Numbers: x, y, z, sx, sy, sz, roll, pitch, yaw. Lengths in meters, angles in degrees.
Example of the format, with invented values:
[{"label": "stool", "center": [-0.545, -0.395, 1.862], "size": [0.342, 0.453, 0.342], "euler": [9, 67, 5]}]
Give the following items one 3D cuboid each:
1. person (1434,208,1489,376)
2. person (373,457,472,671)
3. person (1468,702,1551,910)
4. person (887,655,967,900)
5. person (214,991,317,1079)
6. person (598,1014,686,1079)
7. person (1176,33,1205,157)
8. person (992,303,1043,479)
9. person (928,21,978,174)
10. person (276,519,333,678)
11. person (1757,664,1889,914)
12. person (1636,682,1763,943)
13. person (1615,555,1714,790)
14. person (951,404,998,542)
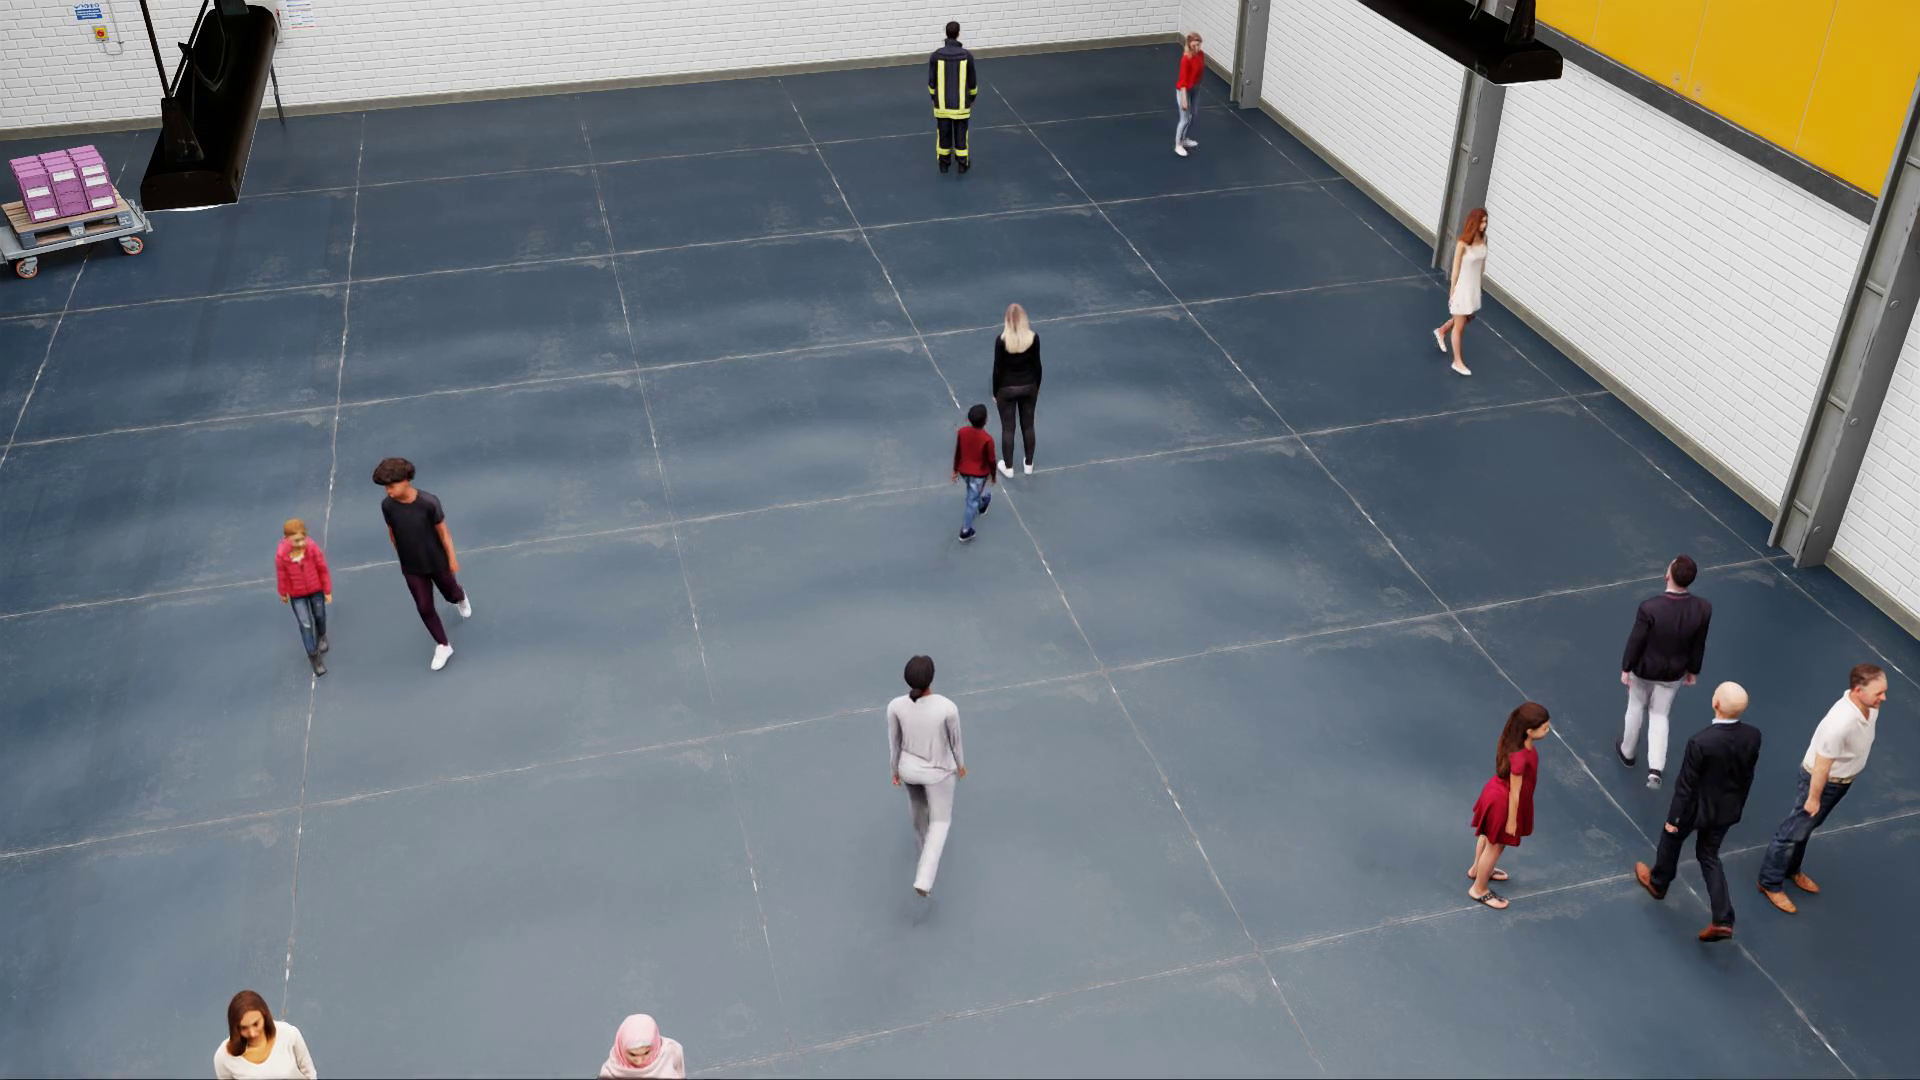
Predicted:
[{"label": "person", "center": [5.081, -2.573, 16.848], "size": [0.676, 1.697, 0.986], "euler": [-15, 37, -22]}, {"label": "person", "center": [-4.089, 0.100, 12.779], "size": [0.778, 1.749, 1.060], "euler": [-4, 34, -6]}, {"label": "person", "center": [3.488, 1.655, 10.616], "size": [0.722, 1.553, 0.661], "euler": [8, 34, 11]}, {"label": "person", "center": [-0.226, 1.526, 10.672], "size": [0.989, 1.707, 1.175], "euler": [9, 35, 13]}, {"label": "person", "center": [-3.513, 2.935, 8.575], "size": [0.660, 1.682, 0.614], "euler": [-17, 37, -23]}, {"label": "person", "center": [-1.559, 3.026, 8.329], "size": [0.718, 1.803, 0.729], "euler": [-26, 42, -34]}, {"label": "person", "center": [2.983, -5.859, 21.823], "size": [0.849, 1.661, 0.839], "euler": [16, 37, 22]}, {"label": "person", "center": [0.509, -1.342, 15.007], "size": [0.621, 1.685, 0.538], "euler": [-7, 34, -10]}, {"label": "person", "center": [-0.098, -5.672, 21.303], "size": [0.868, 1.925, 0.792], "euler": [1, 34, 2]}, {"label": "person", "center": [-5.024, 0.369, 12.797], "size": [0.641, 1.282, 0.902], "euler": [-15, 36, -21]}, {"label": "person", "center": [5.474, 1.513, 10.558], "size": [0.732, 1.855, 0.704], "euler": [-22, 39, -29]}, {"label": "person", "center": [4.665, 1.720, 10.321], "size": [0.759, 1.772, 1.114], "euler": [-6, 34, -9]}, {"label": "person", "center": [4.823, 0.953, 11.427], "size": [0.890, 1.825, 1.060], "euler": [4, 34, 6]}, {"label": "person", "center": [0.087, -0.555, 14.236], "size": [0.848, 1.228, 0.895], "euler": [18, 37, 24]}]
